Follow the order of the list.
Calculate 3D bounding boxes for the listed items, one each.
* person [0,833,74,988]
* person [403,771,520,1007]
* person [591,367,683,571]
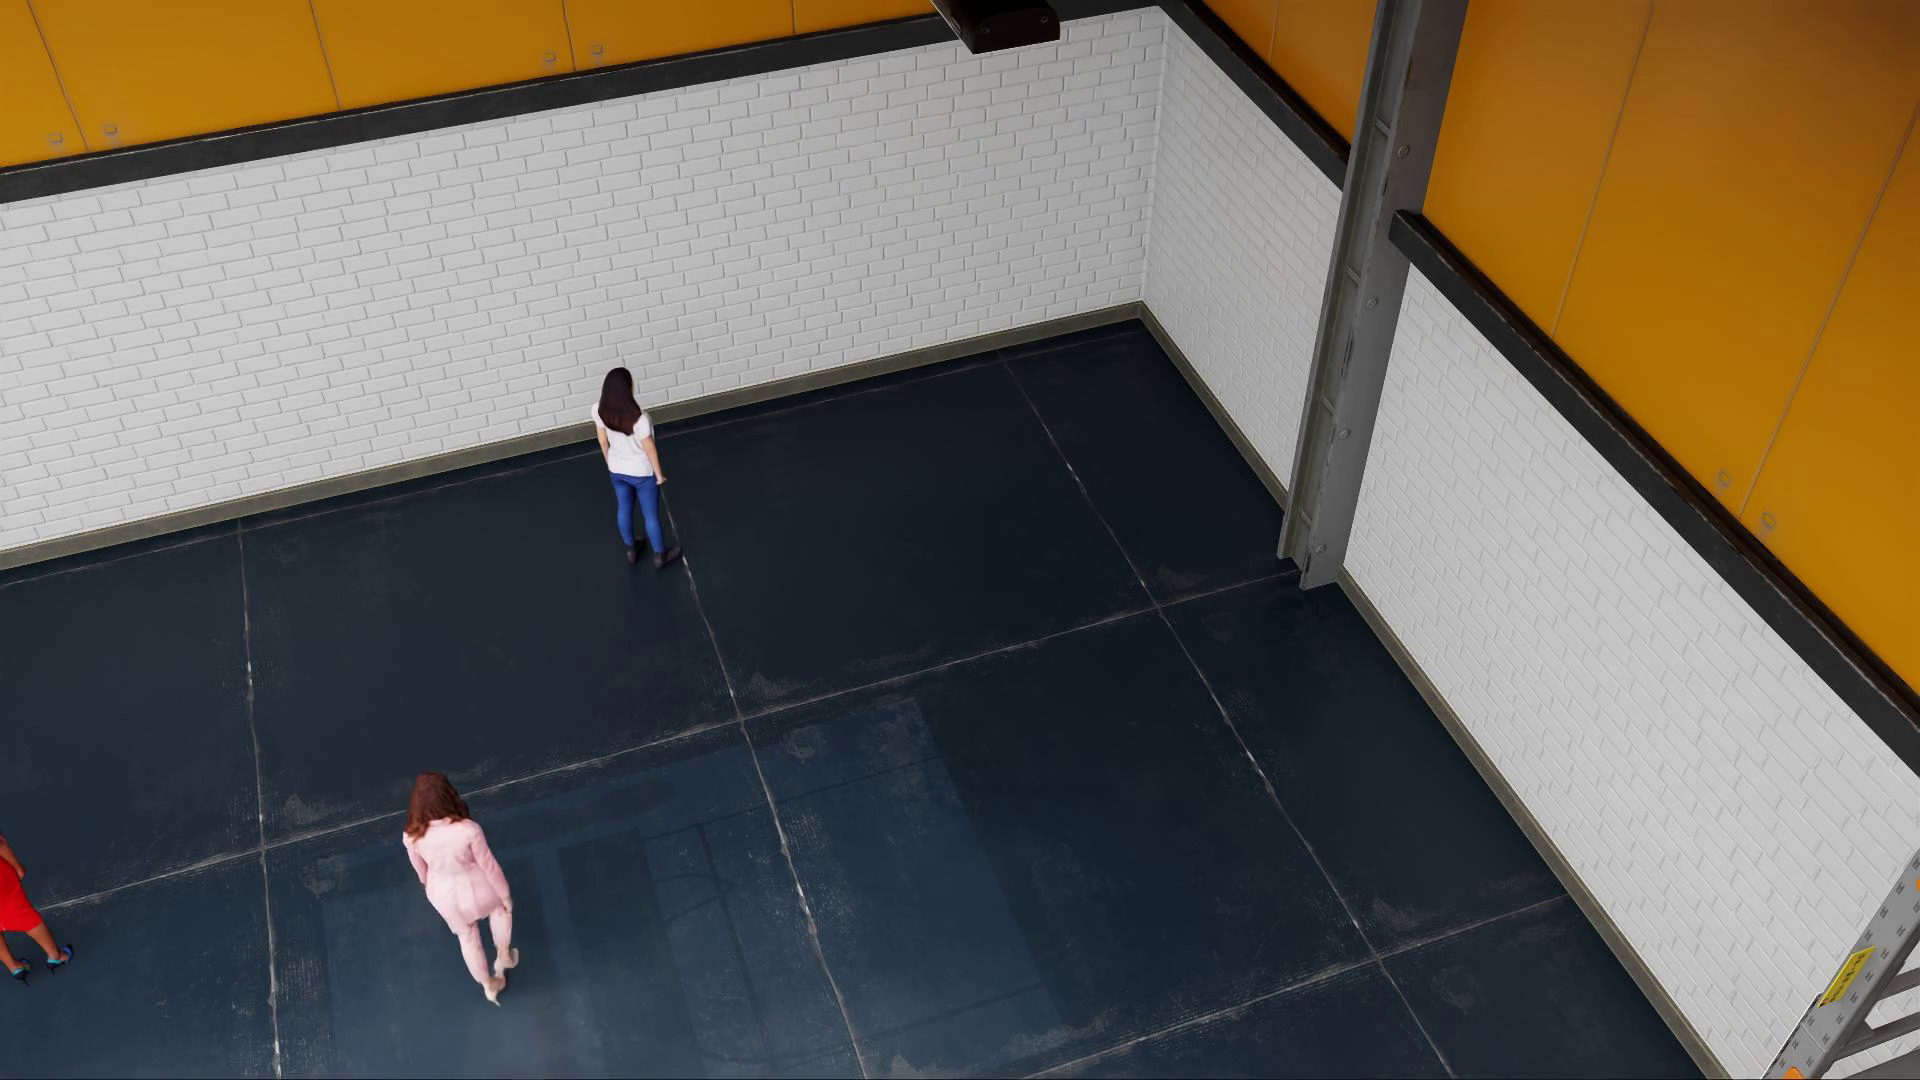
[{"bbox_3d":[-5.278,1.828,8.939,0.578,1.744,0.514,-11,45,-12],"label":"person"},{"bbox_3d":[-2.628,1.938,8.792,0.723,1.786,0.728,-2,44,-2],"label":"person"},{"bbox_3d":[-2.240,-0.465,11.389,0.677,1.683,0.726,16,46,16],"label":"person"}]
